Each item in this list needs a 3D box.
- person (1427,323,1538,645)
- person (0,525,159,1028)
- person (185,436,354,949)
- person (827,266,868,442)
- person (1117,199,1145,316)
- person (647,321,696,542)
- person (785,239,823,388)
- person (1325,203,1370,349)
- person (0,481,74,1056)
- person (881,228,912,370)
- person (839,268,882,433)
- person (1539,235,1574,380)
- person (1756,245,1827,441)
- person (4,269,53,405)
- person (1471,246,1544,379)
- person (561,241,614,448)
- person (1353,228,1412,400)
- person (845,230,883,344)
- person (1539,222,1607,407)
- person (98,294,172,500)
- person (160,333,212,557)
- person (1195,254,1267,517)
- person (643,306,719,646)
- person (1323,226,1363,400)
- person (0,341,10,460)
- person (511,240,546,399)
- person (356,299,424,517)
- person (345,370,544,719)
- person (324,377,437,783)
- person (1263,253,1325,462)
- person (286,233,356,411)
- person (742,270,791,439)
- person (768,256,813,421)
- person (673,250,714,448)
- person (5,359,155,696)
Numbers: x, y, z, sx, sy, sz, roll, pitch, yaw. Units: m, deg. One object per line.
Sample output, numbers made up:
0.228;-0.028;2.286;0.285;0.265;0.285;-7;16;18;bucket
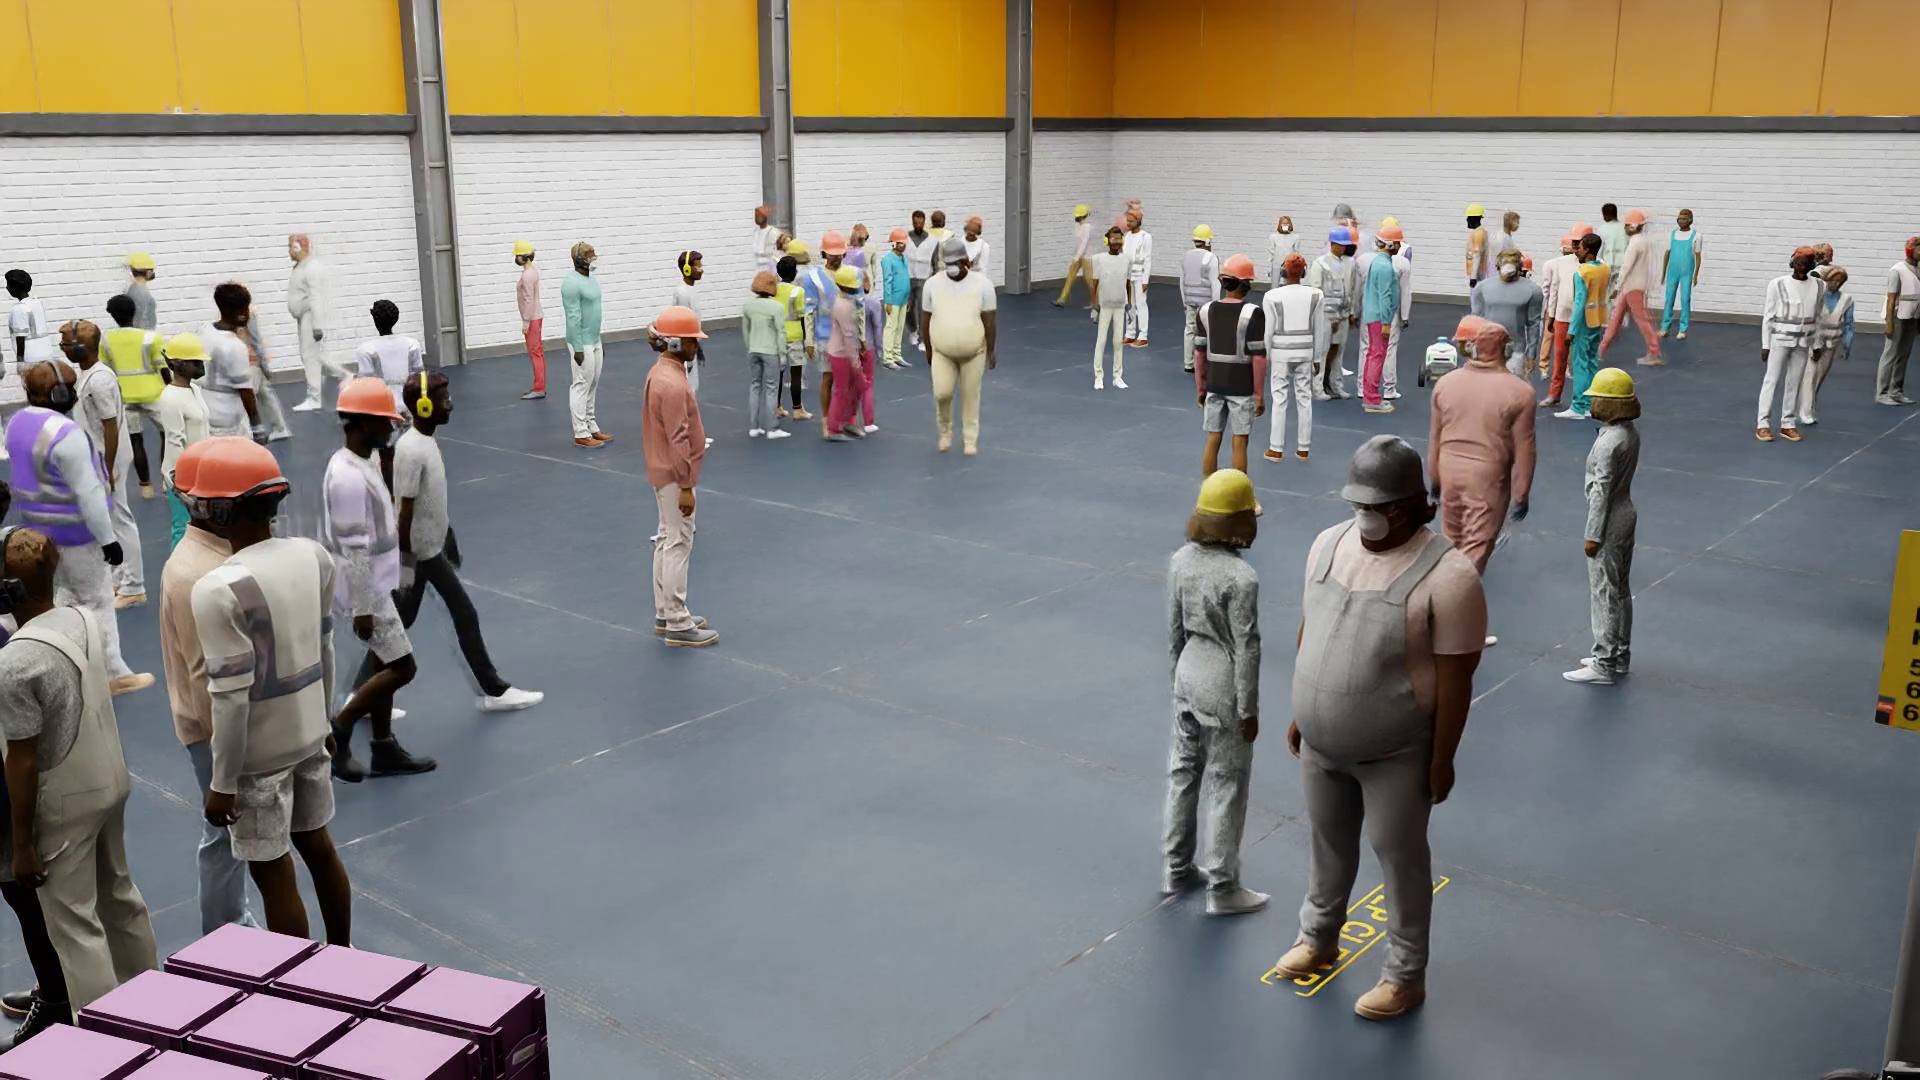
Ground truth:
3.080;-0.332;9.848;0.632;1.875;0.662;-13;19;-42;person
-2.797;0.848;5.212;0.349;1.837;0.502;0;14;1;person
-2.295;0.667;5.504;0.378;2.041;0.616;3;14;13;person
-1.083;-1.763;15.888;0.455;1.718;0.602;2;14;7;person
2.684;-4.559;26.785;0.722;1.868;0.685;9;17;31;person
-2.118;-0.800;12.205;0.313;1.634;0.514;2;14;7;person
-1.788;-2.596;19.181;0.479;1.720;0.515;8;16;30;person
5.075;-3.424;21.856;0.789;2.000;0.682;-12;18;-39;person
-3.093;0.730;5.407;0.367;1.966;0.607;-4;15;-15;person
-0.771;-3.015;20.803;0.342;1.749;0.569;6;15;24;person
-1.020;-1.881;16.543;0.499;1.625;0.298;4;14;14;person
7.222;-2.785;19.906;0.560;1.742;0.340;0;14;-1;person
8.015;-1.889;16.037;0.577;1.885;0.349;-1;14;-2;person
-8.779;-1.715;15.745;0.319;1.690;0.536;-2;14;-7;person
4.971;-1.715;15.235;0.628;1.940;0.373;6;15;22;person
-3.539;-1.848;15.768;0.372;1.940;0.631;2;14;6;person
4.686;-2.514;18.492;0.651;1.906;0.403;7;16;27;person
-1.357;-3.428;22.763;0.859;1.591;0.527;-8;16;-29;person
6.582;-2.390;17.816;0.376;1.995;0.608;-14;19;-43;person
-6.652;-1.139;13.460;0.585;1.678;0.412;-3;14;-13;person
-4.800;-0.418;10.428;0.349;1.758;0.522;-2;14;-8;person
2.106;-1.182;12.889;0.606;2.045;0.389;12;18;40;person
-1.648;-0.376;9.773;0.397;1.990;0.622;-5;15;-19;person
4.217;-2.522;18.510;0.437;1.918;0.554;6;15;24;person
-8.906;-1.614;15.004;0.508;1.859;0.348;-13;19;-42;person
-4.805;-2.458;18.555;0.311;1.768;0.524;-2;14;-7;person
-4.415;-1.023;12.956;0.531;1.698;0.320;-12;19;-40;person
-2.736;0.036;8.504;0.993;1.821;0.524;-4;15;-16;person
-2.718;0.211;7.604;0.490;1.910;0.551;-4;15;-17;person
2.995;-1.642;15.055;0.573;1.883;0.353;-1;14;-5;person
-6.931;-2.359;17.918;0.664;1.885;0.667;-9;17;-31;person
-1.895;-1.802;16.200;0.502;1.632;0.274;8;16;30;person
-1.773;-2.079;17.179;0.542;1.695;0.316;8;16;30;person
-2.537;-1.790;15.696;0.324;1.866;0.498;-1;14;-3;person
-4.668;-0.044;8.771;0.650;1.833;0.533;11;18;37;person
